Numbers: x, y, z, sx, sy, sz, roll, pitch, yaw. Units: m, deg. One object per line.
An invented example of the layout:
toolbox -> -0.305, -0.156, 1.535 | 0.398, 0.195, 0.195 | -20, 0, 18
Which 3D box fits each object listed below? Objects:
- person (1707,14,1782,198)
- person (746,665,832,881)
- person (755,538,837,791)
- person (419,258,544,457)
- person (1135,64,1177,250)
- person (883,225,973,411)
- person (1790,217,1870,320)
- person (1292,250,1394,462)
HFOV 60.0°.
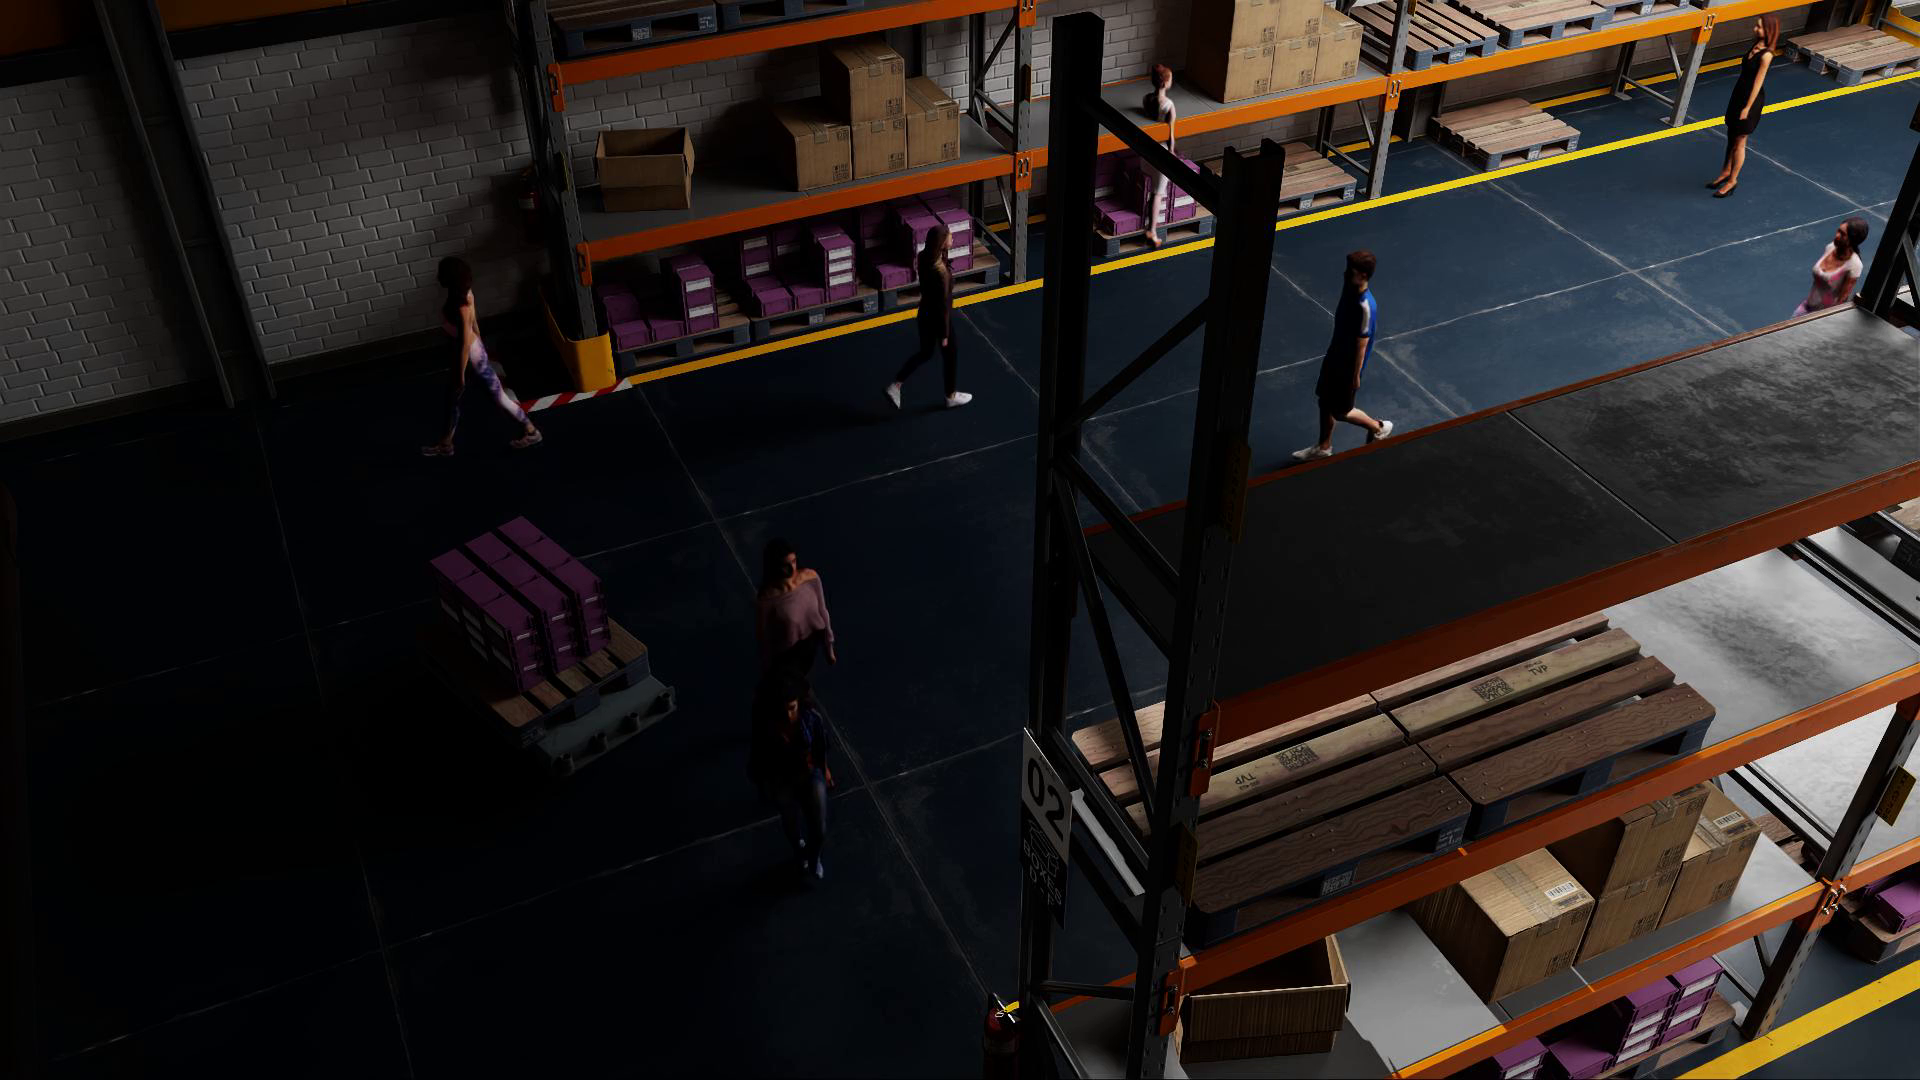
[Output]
person -> 7.700, -4.247, 16.295 | 0.669, 1.835, 0.653 | 3, 39, 3
person -> -0.955, 1.312, 9.515 | 0.634, 1.610, 0.767 | -7, 39, -9
person -> -1.058, 0.677, 10.175 | 1.097, 1.777, 0.885 | -29, 47, -31
person -> -3.658, -1.365, 12.781 | 1.192, 1.717, 0.670 | -12, 40, -14
person -> 1.806, -3.568, 15.479 | 0.531, 1.793, 0.577 | -22, 43, -25
person -> -0.271, -1.731, 13.265 | 1.003, 1.684, 0.657 | -18, 42, -22
person -> 6.970, -1.781, 13.315 | 1.142, 1.700, 0.755 | -9, 39, -11
person -> 3.021, -1.358, 12.665 | 1.060, 1.849, 0.809 | -7, 39, -8
